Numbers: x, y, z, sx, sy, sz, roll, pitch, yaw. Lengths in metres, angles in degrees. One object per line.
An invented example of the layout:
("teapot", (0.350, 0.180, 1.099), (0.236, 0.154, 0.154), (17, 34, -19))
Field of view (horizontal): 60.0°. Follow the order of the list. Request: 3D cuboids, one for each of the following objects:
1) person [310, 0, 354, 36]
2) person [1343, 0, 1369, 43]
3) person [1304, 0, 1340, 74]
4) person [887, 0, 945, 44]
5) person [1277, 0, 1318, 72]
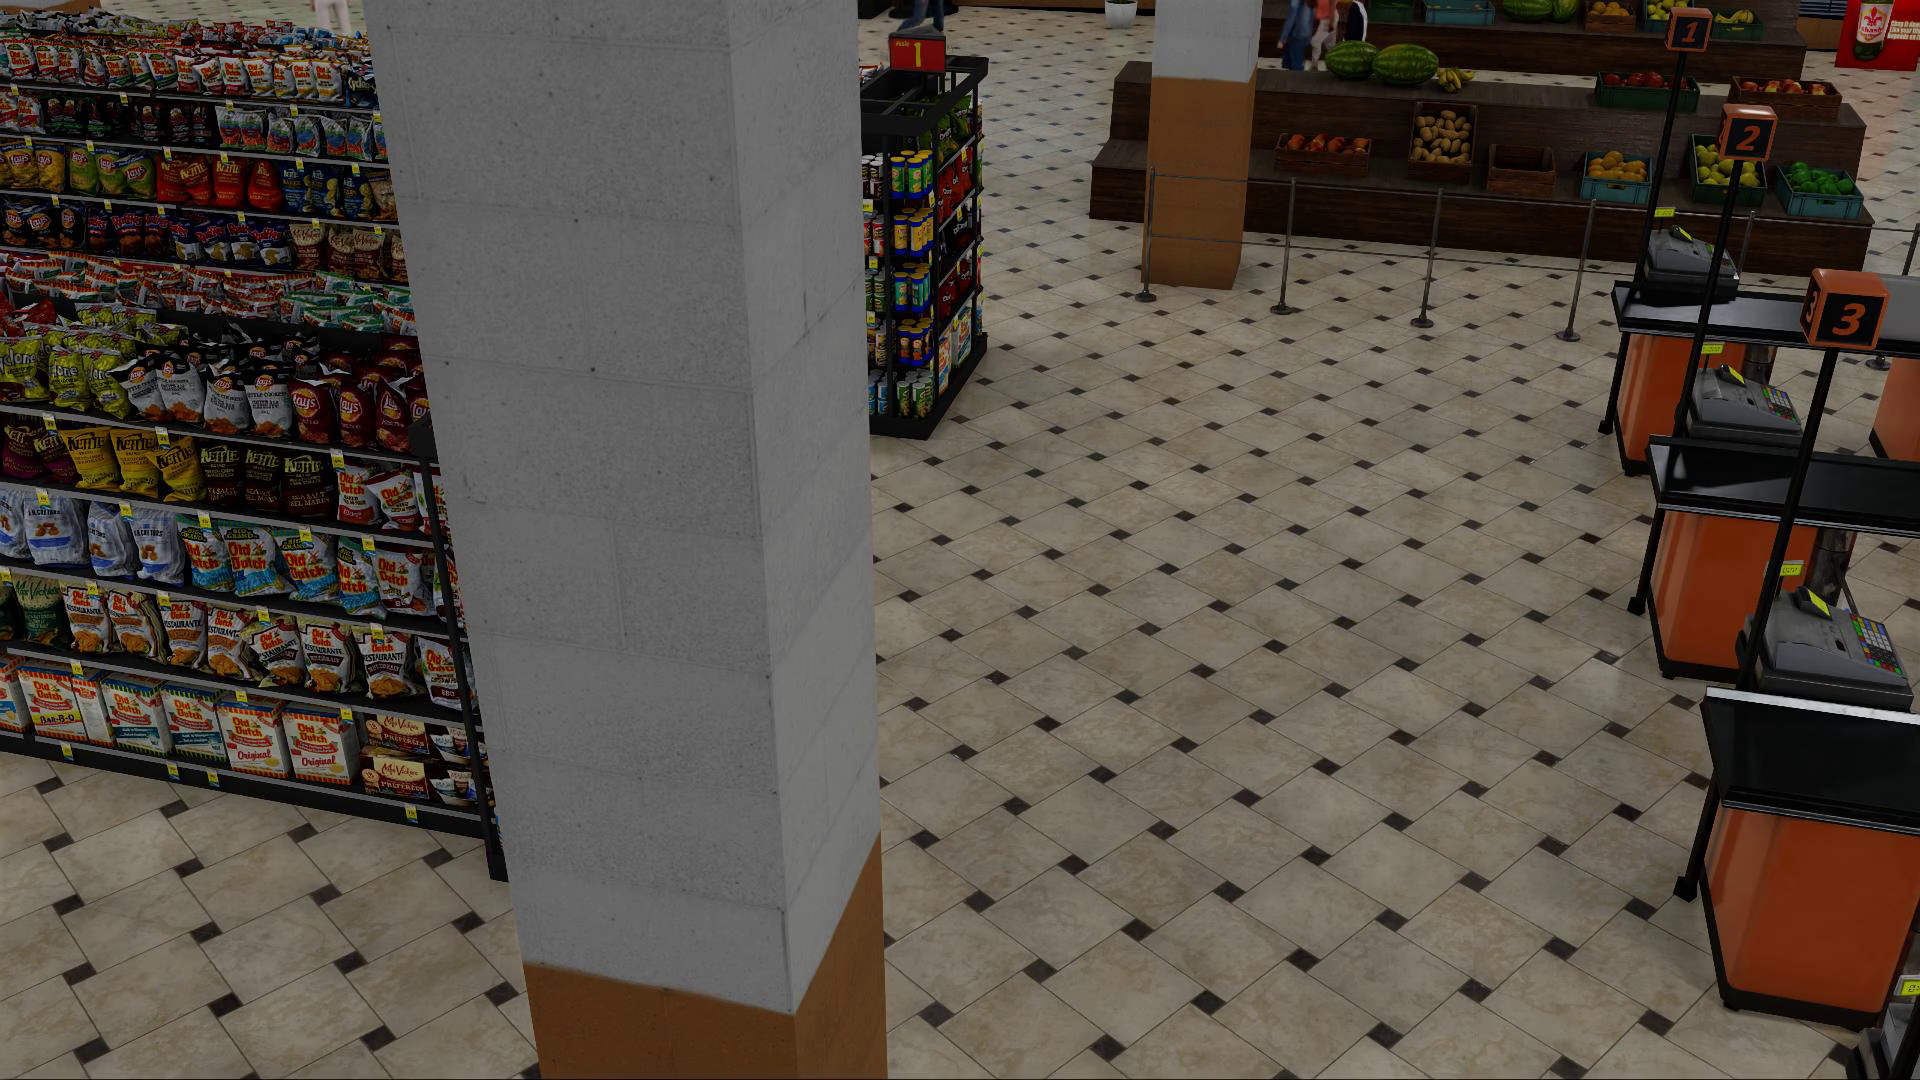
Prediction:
("person", (-6.925, -5.953, 18.246), (0.666, 1.697, 0.707), (-19, 34, -31))
("person", (4.165, -5.321, 17.579), (0.540, 1.227, 0.531), (12, 31, 21))
("person", (4.105, -5.733, 18.261), (0.704, 1.296, 0.576), (4, 29, 7))
("person", (-0.461, -6.240, 18.764), (1.126, 1.703, 0.744), (14, 32, 24))
("person", (3.523, -5.094, 16.915), (0.609, 1.465, 0.636), (13, 31, 23))
